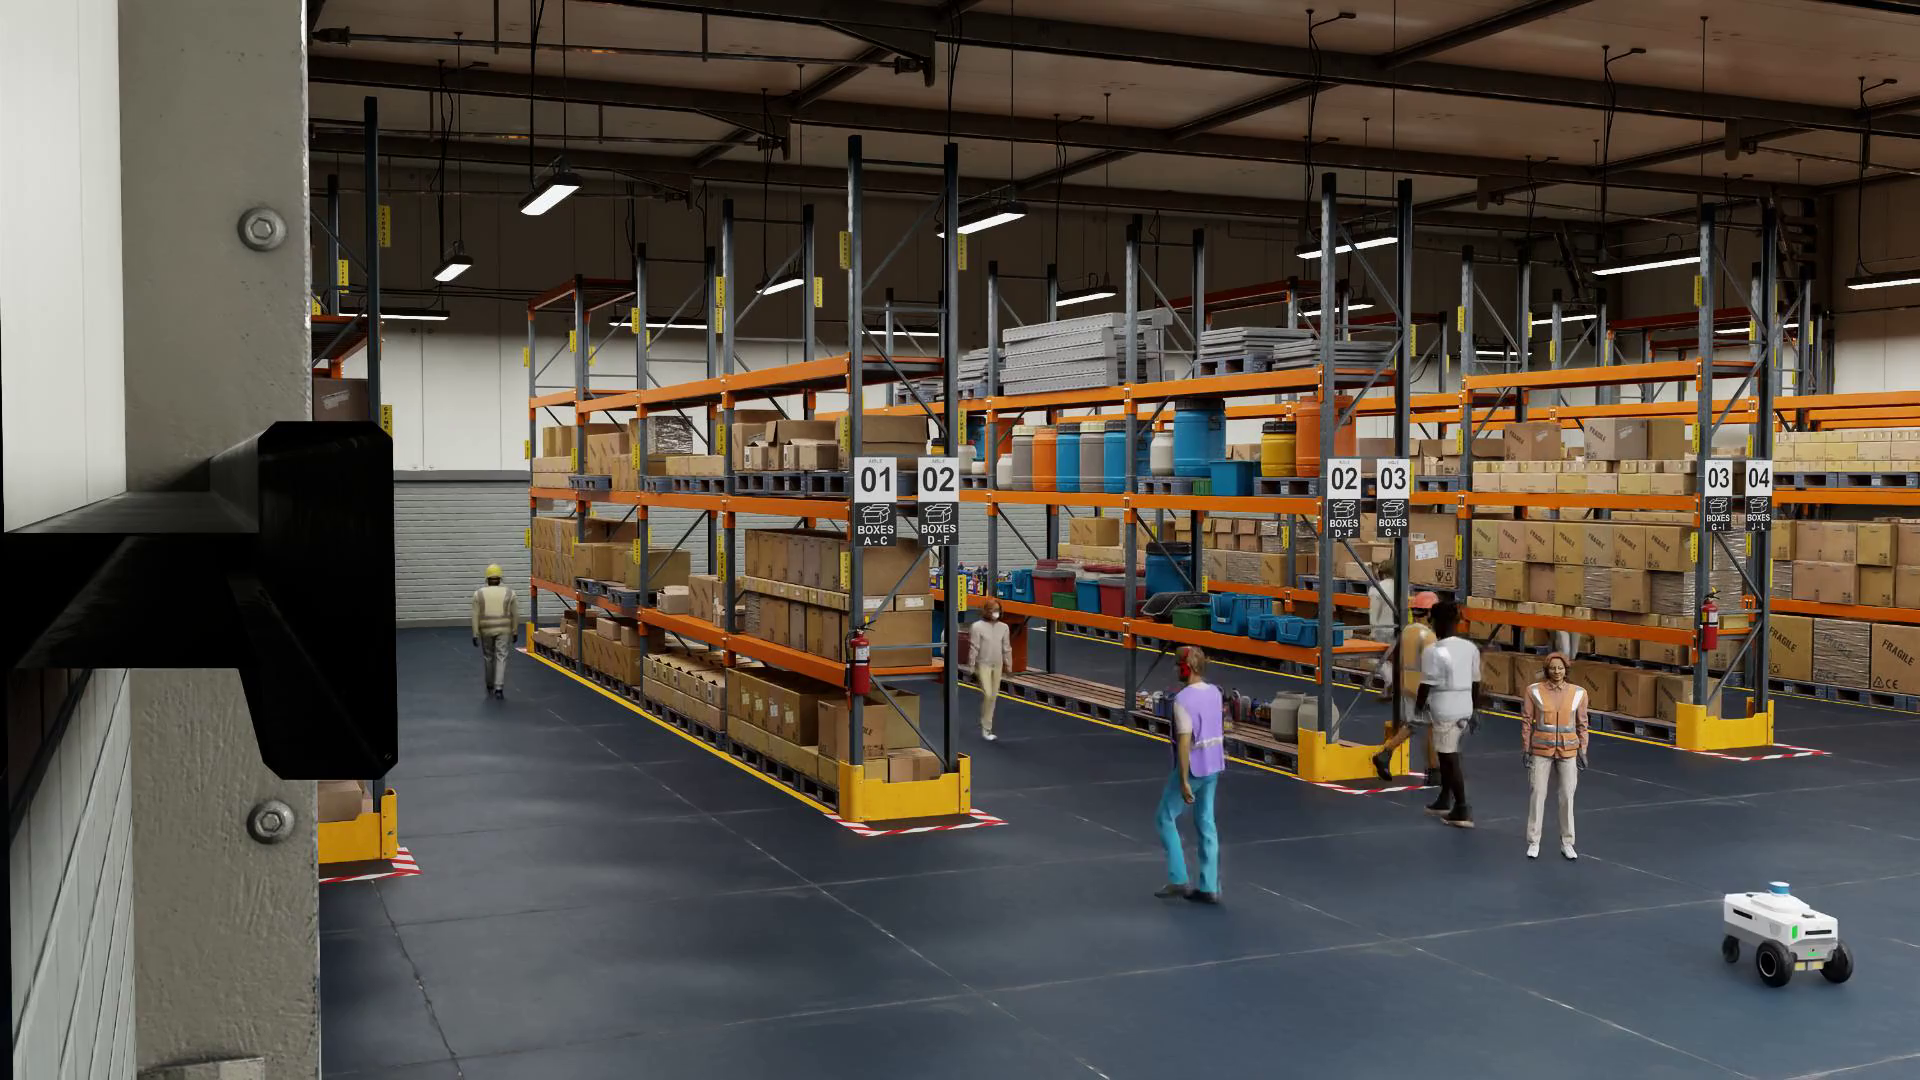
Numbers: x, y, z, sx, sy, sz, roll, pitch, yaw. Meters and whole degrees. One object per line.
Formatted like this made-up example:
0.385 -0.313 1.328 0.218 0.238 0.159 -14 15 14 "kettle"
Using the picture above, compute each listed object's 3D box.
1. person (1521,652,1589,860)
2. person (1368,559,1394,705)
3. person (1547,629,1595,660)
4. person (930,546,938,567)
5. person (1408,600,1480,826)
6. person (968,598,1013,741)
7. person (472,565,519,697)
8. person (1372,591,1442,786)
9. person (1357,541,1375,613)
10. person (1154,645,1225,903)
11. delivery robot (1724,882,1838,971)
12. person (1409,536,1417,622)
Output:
4.726 1.704 14.235 0.514 1.642 0.310 0 2 11 "person"
5.628 1.209 23.508 0.634 1.922 0.531 -1 2 -25 "person"
8.352 1.209 24.474 0.597 1.839 0.825 0 2 4 "person"
-0.482 0.756 34.568 0.407 1.986 0.616 1 3 34 "person"
4.196 1.499 15.698 0.609 1.937 0.764 -2 3 -36 "person"
0.383 1.474 20.410 0.536 1.613 0.534 -1 3 -32 "person"
-6.364 1.239 24.543 0.617 1.785 0.920 -1 2 -15 "person"
4.446 1.450 17.507 0.733 1.915 0.563 -1 2 -17 "person"
7.415 0.923 32.458 0.619 1.805 0.704 -1 2 -24 "person"
1.628 1.668 12.845 0.580 1.823 0.576 2 3 44 "person"
5.008 2.338 10.950 0.477 0.478 0.707 0 3 -12 "delivery robot"
7.491 0.923 30.116 0.646 1.987 1.048 -1 3 -33 "person"
